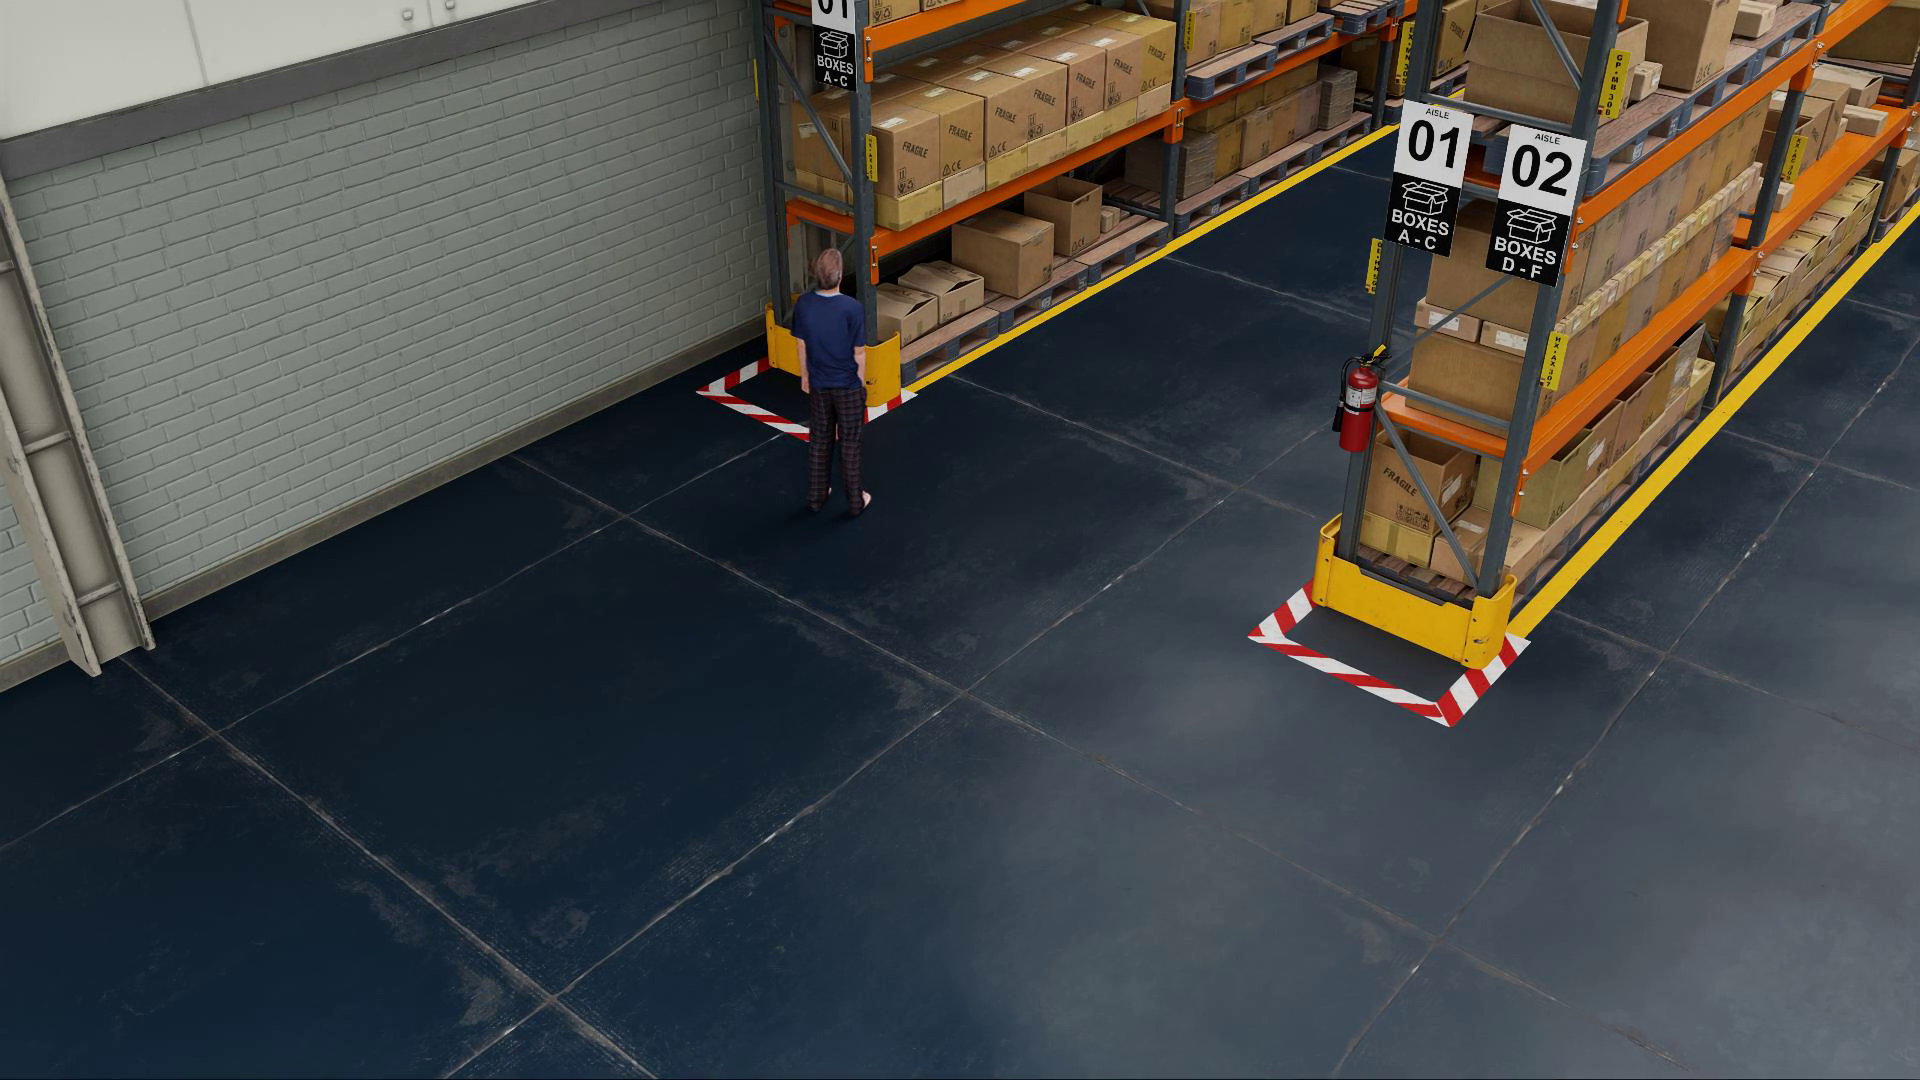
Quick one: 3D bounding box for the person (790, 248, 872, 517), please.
[{"bbox_3d":[-0.818,-1.018,10.894,0.719,1.870,0.673,10,34,16],"label":"person"}]
